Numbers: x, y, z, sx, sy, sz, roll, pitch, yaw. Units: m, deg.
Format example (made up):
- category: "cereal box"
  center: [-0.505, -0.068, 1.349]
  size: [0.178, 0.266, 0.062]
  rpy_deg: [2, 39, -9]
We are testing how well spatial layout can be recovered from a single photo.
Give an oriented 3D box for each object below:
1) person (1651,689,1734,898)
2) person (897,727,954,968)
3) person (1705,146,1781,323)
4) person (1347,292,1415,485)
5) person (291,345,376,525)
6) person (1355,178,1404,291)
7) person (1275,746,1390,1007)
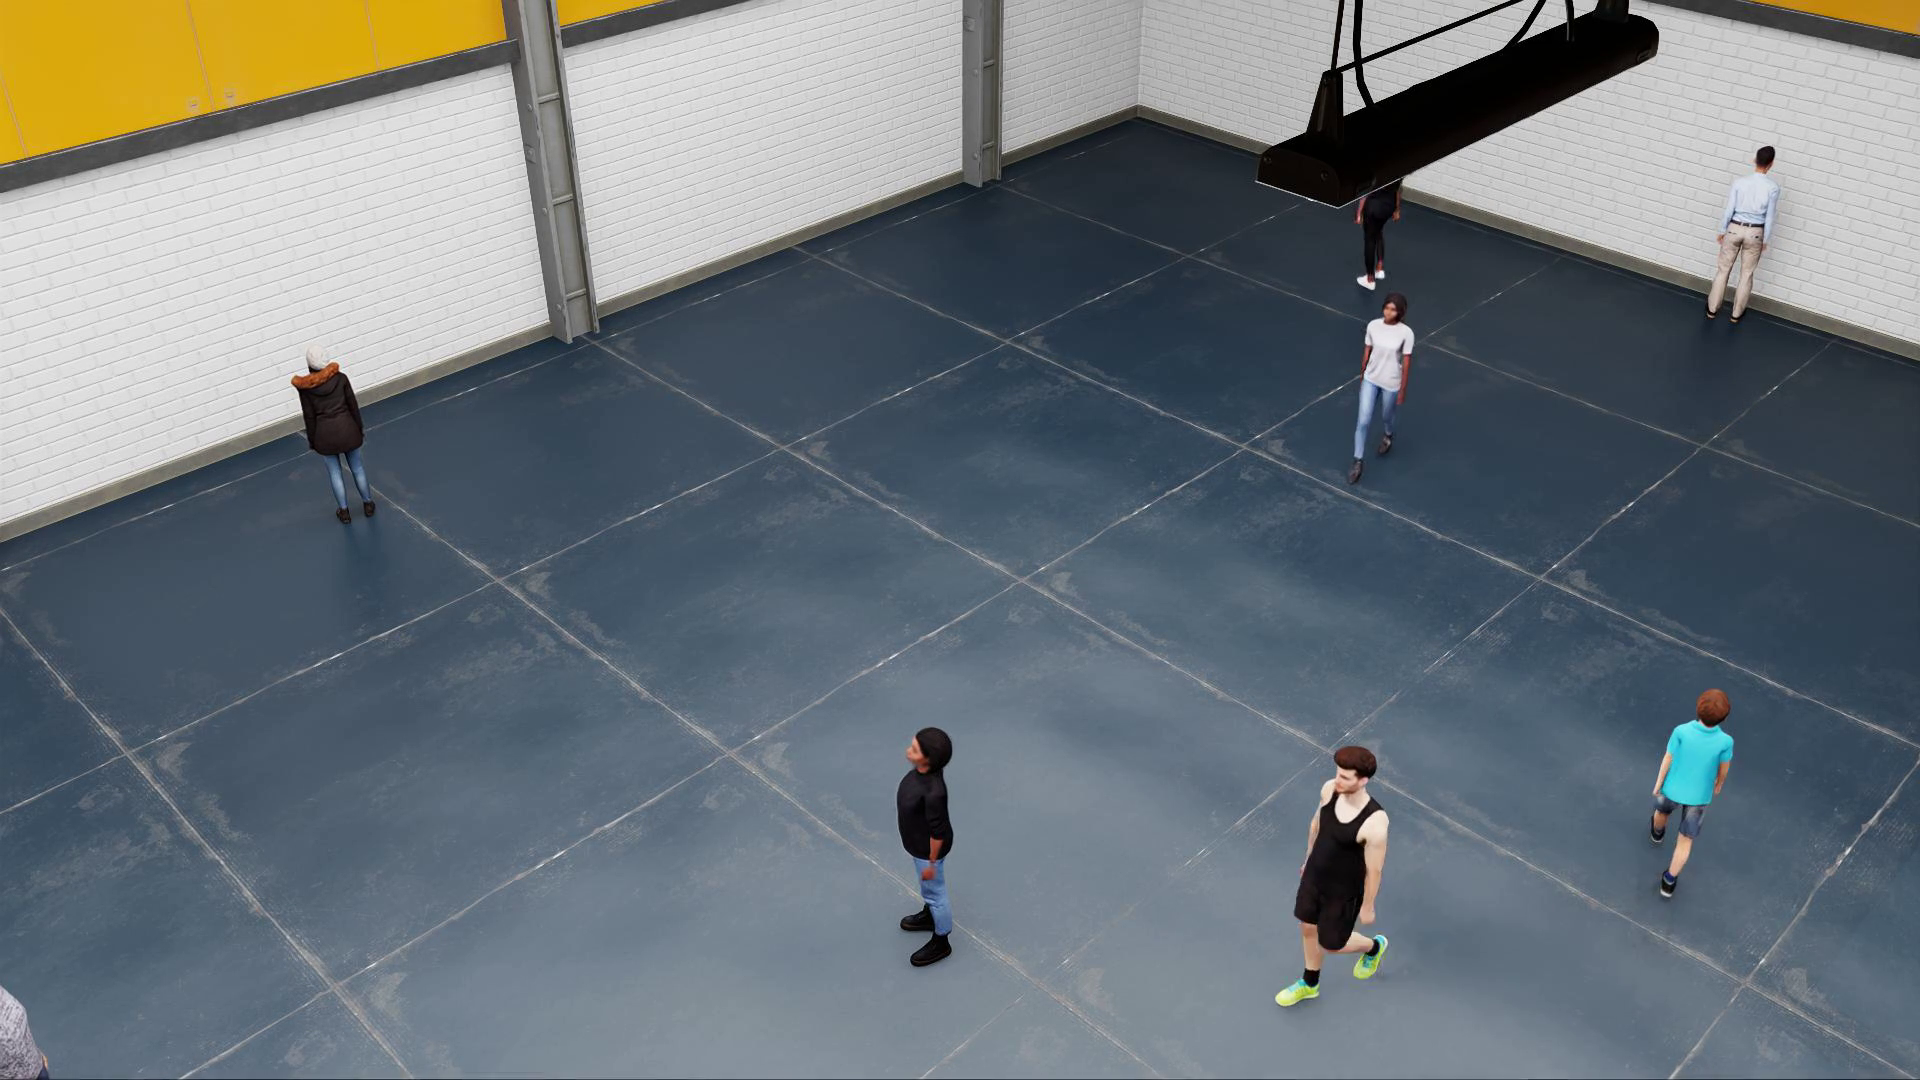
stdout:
- category: "person"
  center: [4.507, 1.584, 10.307]
  size: [0.753, 1.410, 1.018]
  rpy_deg: [14, 36, 20]
- category: "person"
  center: [-0.178, 1.772, 9.760]
  size: [0.691, 1.702, 0.656]
  rpy_deg: [-6, 34, -9]
- category: "person"
  center: [8.017, -3.123, 16.995]
  size: [0.722, 1.844, 0.713]
  rpy_deg: [15, 36, 21]
- category: "person"
  center: [3.717, -1.374, 14.510]
  size: [0.788, 1.683, 1.170]
  rpy_deg: [18, 38, 25]
- category: "person"
  center: [-5.190, -0.894, 13.833]
  size: [0.644, 1.633, 0.764]
  rpy_deg: [-16, 37, -23]
- category: "person"
  center: [4.485, -3.449, 17.599]
  size: [0.698, 1.719, 0.799]
  rpy_deg: [-13, 36, -18]
- category: "person"
  center: [2.189, 1.899, 9.411]
  size: [1.033, 1.877, 0.856]
  rpy_deg: [-16, 37, -22]
